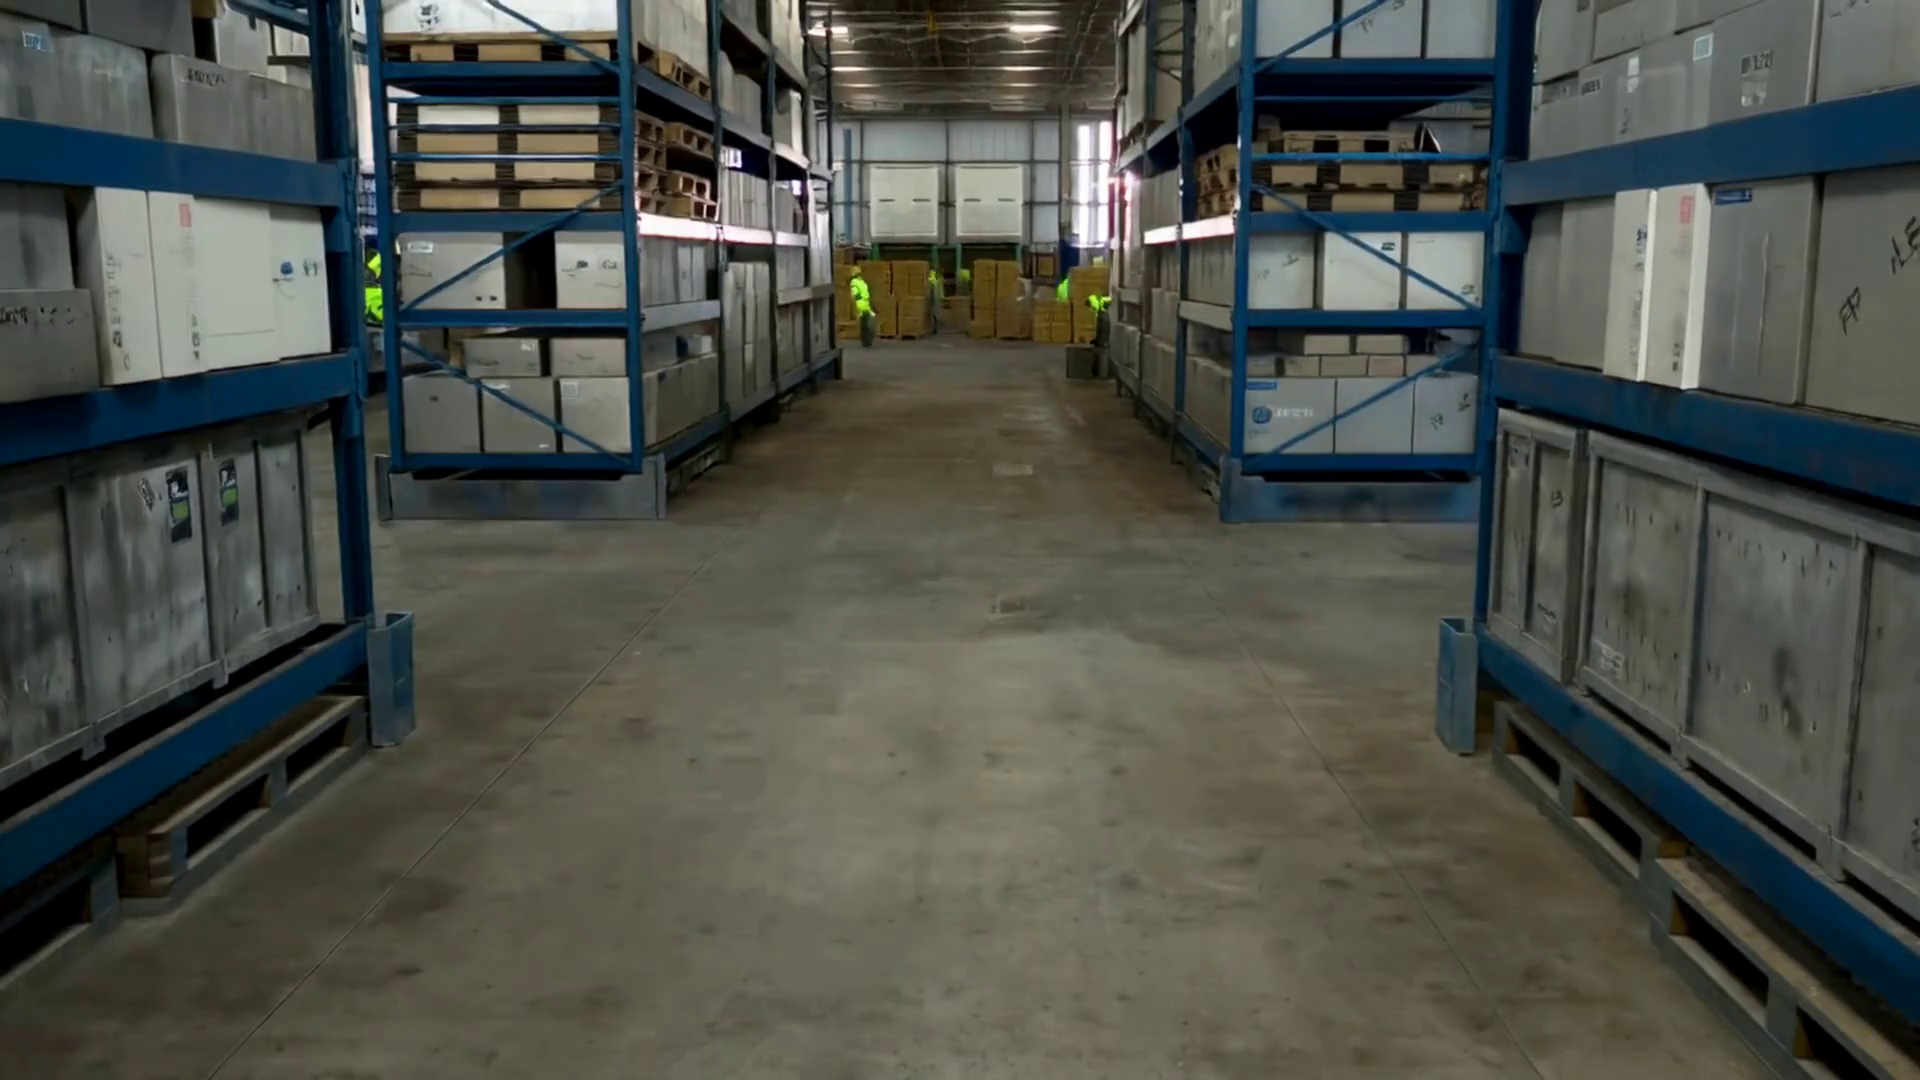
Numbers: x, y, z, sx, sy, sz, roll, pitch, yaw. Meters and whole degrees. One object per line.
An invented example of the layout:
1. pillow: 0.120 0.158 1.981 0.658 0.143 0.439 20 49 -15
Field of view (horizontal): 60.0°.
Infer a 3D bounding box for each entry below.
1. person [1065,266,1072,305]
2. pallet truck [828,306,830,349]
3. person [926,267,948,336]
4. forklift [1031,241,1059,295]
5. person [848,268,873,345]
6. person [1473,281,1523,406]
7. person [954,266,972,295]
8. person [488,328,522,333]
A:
1. person: 3.988 -8.788 59.149 0.968 1.903 0.639 5 11 29
2. pallet truck: -3.100 -3.940 29.800 1.885 1.965 0.823 3 10 19
3. person: -0.666 -6.503 45.472 0.513 1.900 0.593 0 9 0
4. forklift: 3.206 -9.939 63.097 1.129 2.768 1.873 0 9 1
5. person: -2.441 -5.696 40.635 0.584 1.888 0.565 8 12 38
6. person: 5.212 -1.616 15.842 0.611 2.019 0.808 0 9 1
7. person: 0.164 -9.424 62.963 0.631 1.908 0.933 5 11 27
8. person: -5.704 -2.440 21.089 0.644 1.908 0.408 7 12 38
